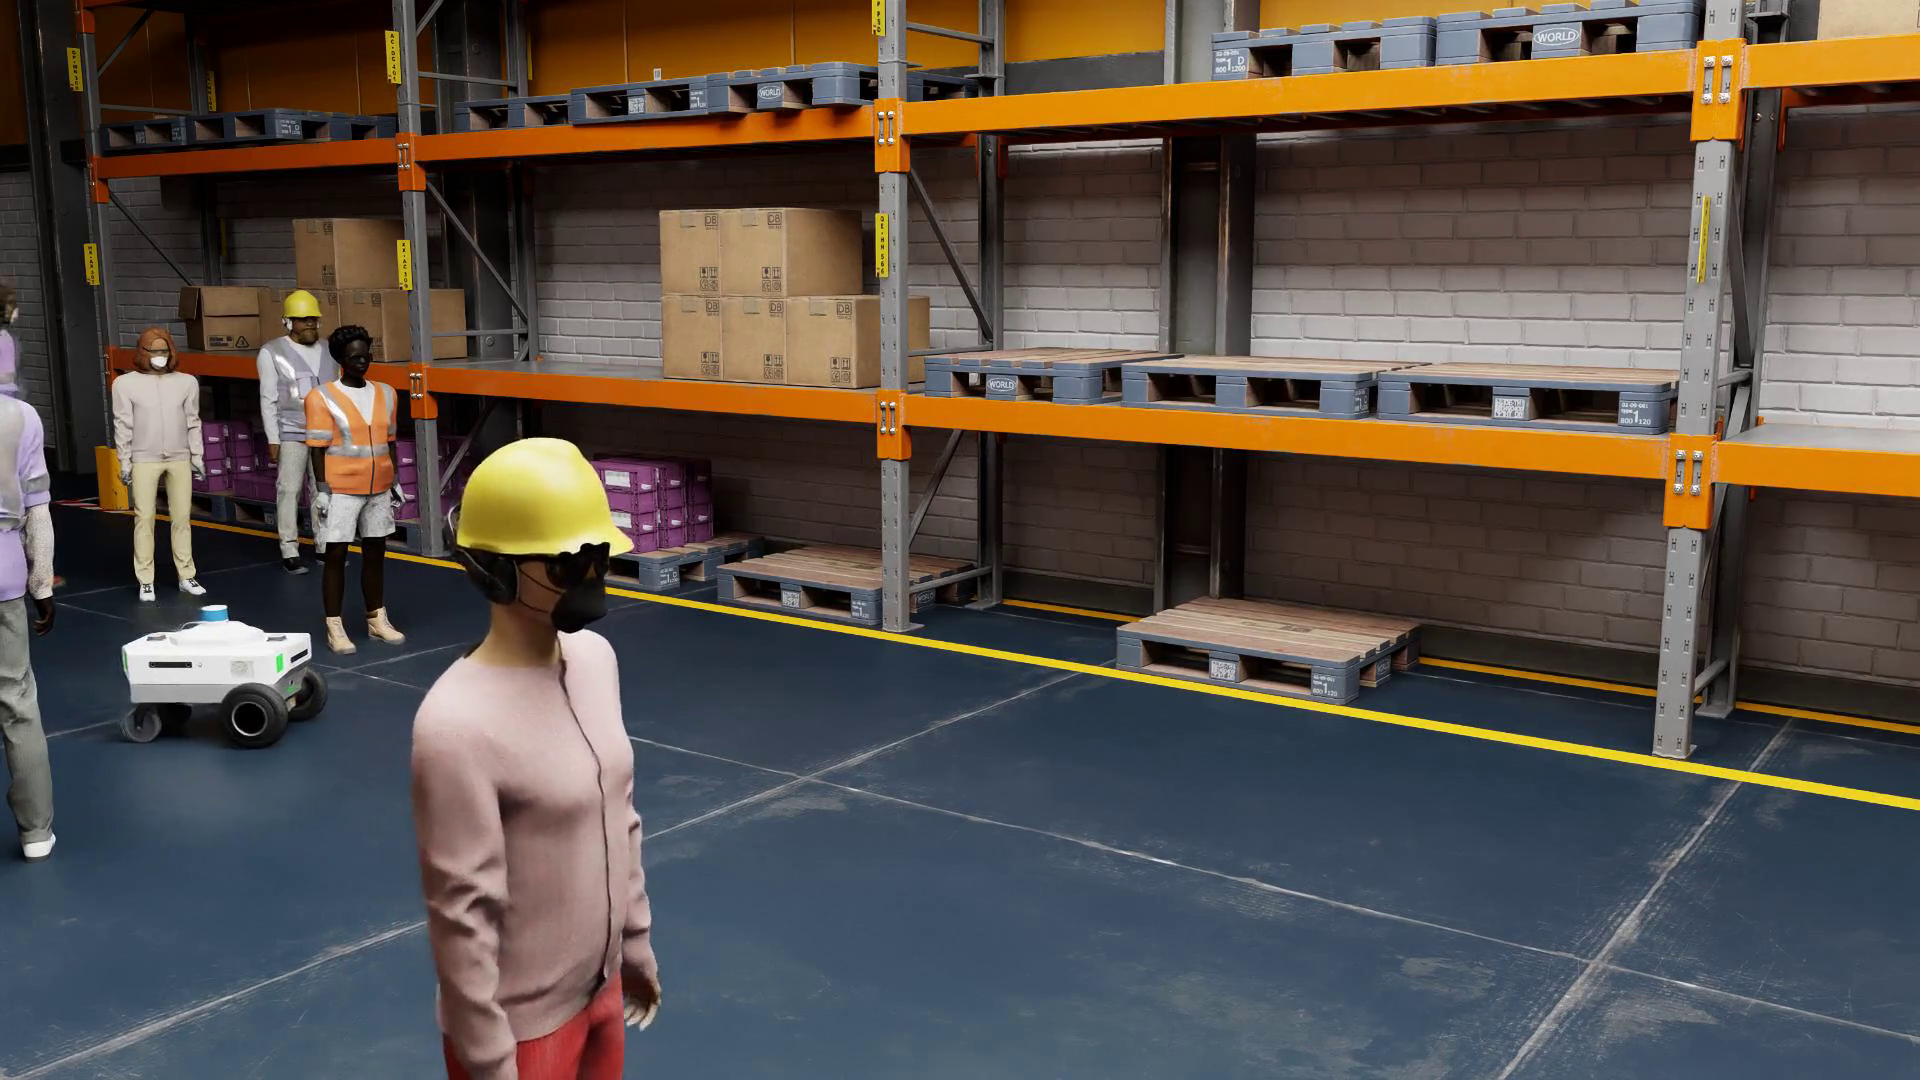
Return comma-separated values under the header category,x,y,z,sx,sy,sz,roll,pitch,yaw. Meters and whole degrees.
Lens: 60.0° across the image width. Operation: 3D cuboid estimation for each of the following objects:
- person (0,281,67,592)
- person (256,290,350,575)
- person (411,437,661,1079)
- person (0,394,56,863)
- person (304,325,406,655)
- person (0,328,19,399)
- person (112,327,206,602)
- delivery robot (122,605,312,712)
category,x,y,z,sx,sy,sz,roll,pitch,yaw
person,-5.804,-0.603,9.975,0.635,1.921,0.630,8,12,38
person,-4.249,-0.704,10.844,0.404,1.834,0.591,7,12,37
person,-0.629,0.720,2.584,0.329,1.767,0.525,2,10,13
person,-3.290,0.159,5.457,0.584,1.918,0.376,-9,13,-42
person,-3.132,-0.267,8.651,0.322,1.696,0.536,7,12,37
person,-5.835,-0.612,9.778,0.637,1.997,0.993,-3,10,-19
person,-4.788,-0.457,9.974,0.499,1.632,0.282,-9,13,-42
delivery robot,-3.156,0.521,7.075,0.707,0.478,0.477,0,9,1
